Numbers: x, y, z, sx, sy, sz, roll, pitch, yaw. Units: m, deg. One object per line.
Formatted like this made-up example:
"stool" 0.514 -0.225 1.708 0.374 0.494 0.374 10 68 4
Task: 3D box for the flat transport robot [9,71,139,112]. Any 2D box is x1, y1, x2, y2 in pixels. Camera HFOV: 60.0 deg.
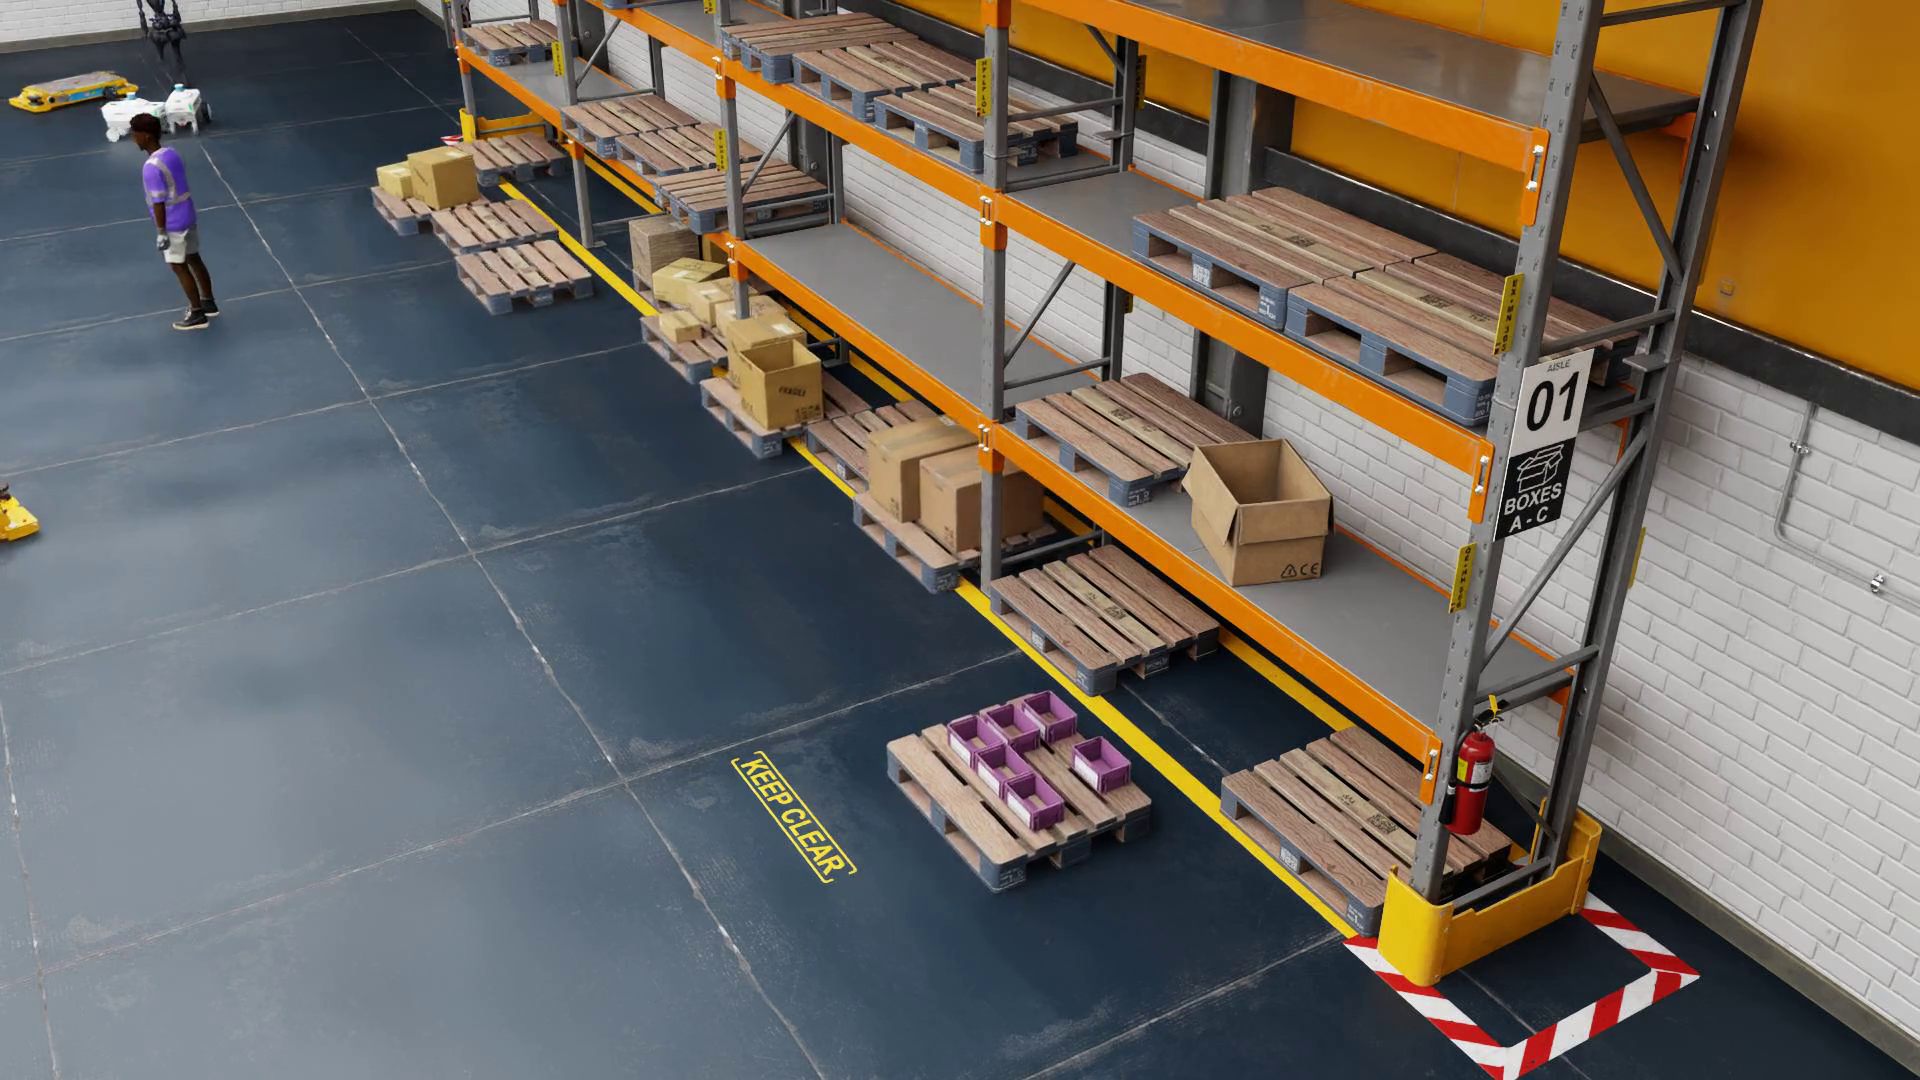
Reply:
"flat transport robot" -11.832 -5.991 22.209 0.659 0.231 1.431 21 36 32

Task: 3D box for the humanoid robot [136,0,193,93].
"humanoid robot" -10.690 -6.868 22.328 0.371 1.644 0.599 21 36 33

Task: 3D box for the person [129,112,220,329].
"person" -7.100 -2.880 15.013 0.386 1.953 0.623 -1 30 -1

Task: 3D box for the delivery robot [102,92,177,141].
"delivery robot" -10.157 -5.220 20.570 0.796 0.606 0.499 1 30 1

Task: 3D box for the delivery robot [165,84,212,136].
"delivery robot" -9.755 -5.429 20.911 0.499 0.580 0.757 -7 30 -12

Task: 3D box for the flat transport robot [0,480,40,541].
"flat transport robot" -7.327 -0.008 11.646 1.431 0.231 0.659 -26 38 -37
